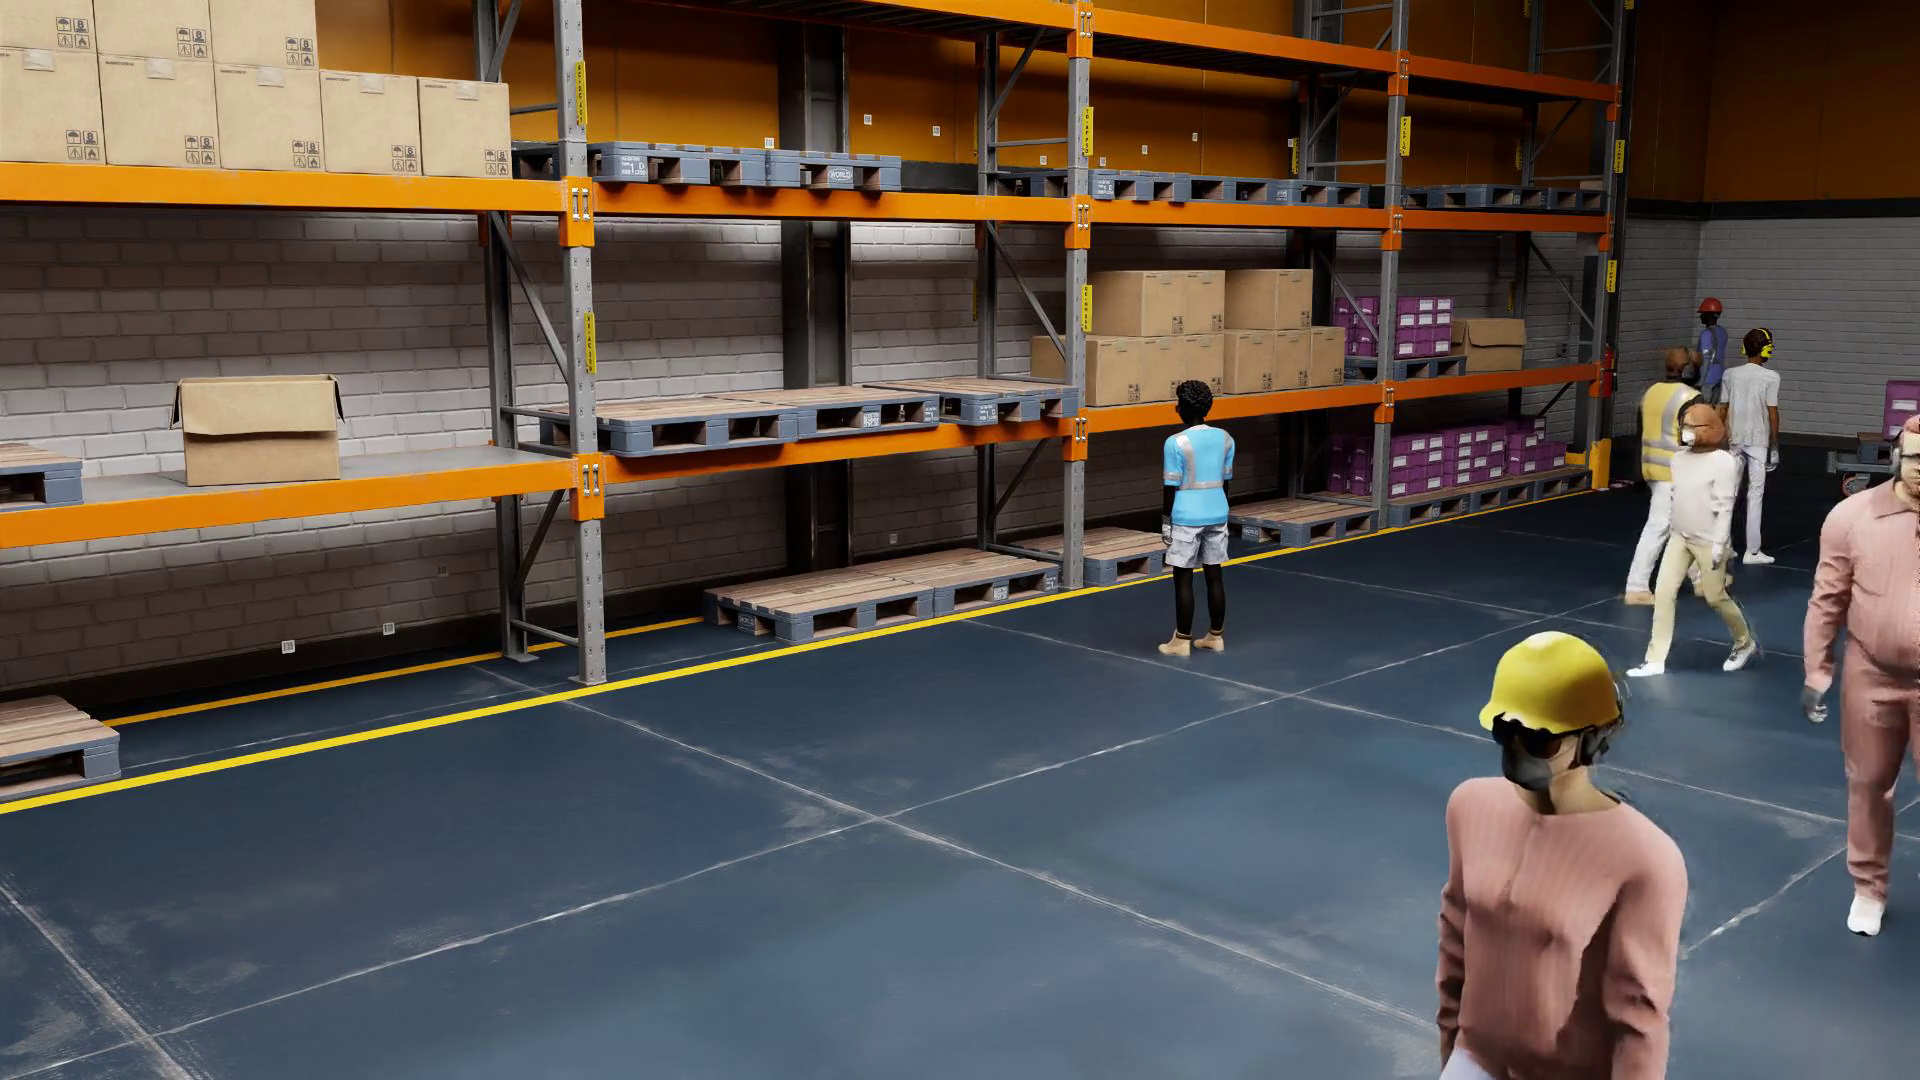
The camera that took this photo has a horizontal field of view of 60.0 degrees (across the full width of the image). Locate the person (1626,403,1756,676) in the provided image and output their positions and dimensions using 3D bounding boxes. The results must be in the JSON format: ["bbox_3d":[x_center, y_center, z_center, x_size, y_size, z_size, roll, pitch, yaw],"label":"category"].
[{"bbox_3d":[4.311,0.005,9.616,0.801,1.606,0.512,-4,10,-20],"label":"person"}]

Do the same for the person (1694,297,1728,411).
[{"bbox_3d":[8.928,-1.923,19.901,0.358,1.938,0.548,9,13,43],"label":"person"}]

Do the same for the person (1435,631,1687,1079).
[{"bbox_3d":[1.084,1.031,3.143,0.351,1.754,0.533,-7,12,-37],"label":"person"}]

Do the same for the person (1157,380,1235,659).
[{"bbox_3d":[1.427,-0.119,10.063,0.534,1.694,0.321,-6,12,-32],"label":"person"}]

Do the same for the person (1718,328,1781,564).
[{"bbox_3d":[6.263,-0.743,13.189,0.325,1.871,0.524,-7,12,-34],"label":"person"}]

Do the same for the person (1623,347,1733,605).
[{"bbox_3d":[5.082,-0.436,11.601,0.939,1.798,0.631,-1,10,-4],"label":"person"}]

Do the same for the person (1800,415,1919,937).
[{"bbox_3d":[3.347,0.498,5.881,0.664,1.893,0.458,6,12,33],"label":"person"}]
